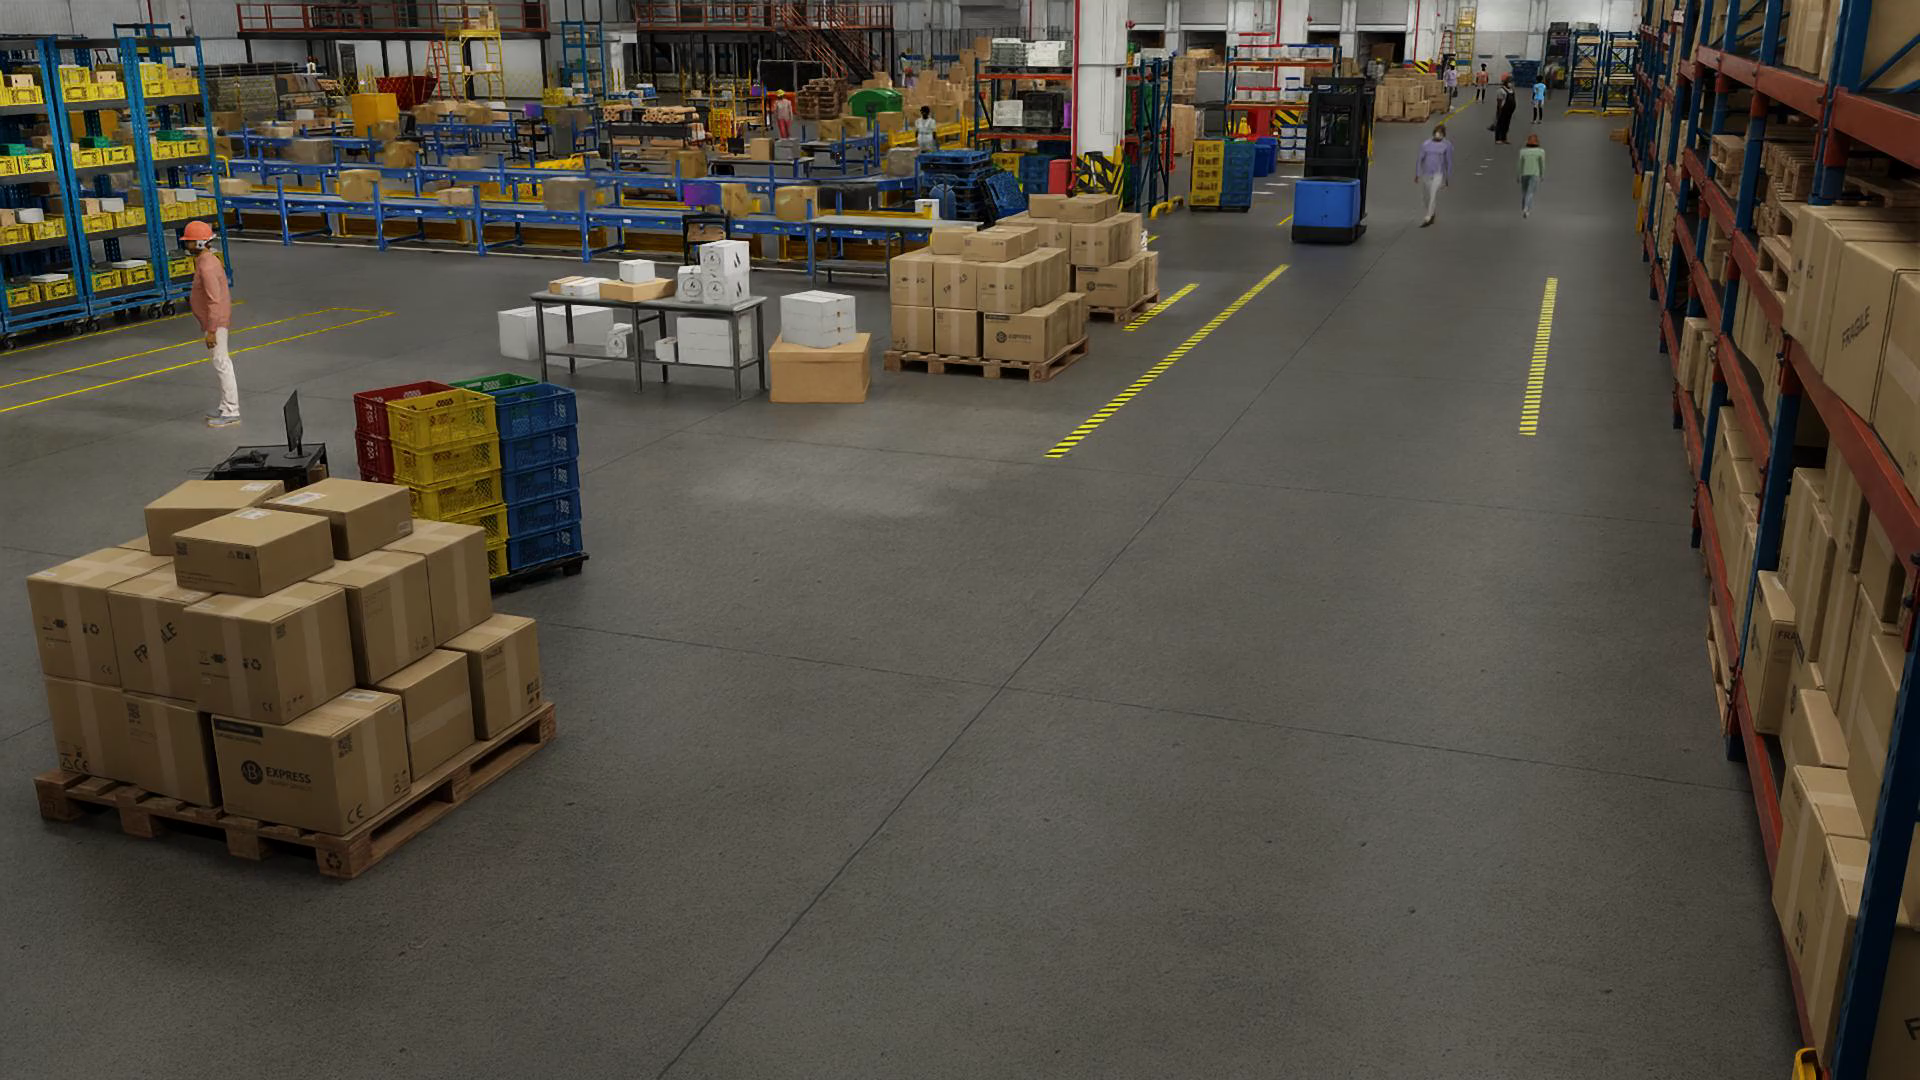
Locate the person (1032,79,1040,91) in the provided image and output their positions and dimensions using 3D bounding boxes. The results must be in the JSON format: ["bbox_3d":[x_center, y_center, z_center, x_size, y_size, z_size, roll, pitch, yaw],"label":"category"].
[{"bbox_3d":[3.016,-17.553,64.964,0.403,1.864,0.541,-1,18,-4],"label":"person"}]

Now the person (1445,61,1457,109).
[{"bbox_3d":[20.373,-18.883,69.032,0.584,1.928,0.374,-7,19,-20],"label":"person"}]

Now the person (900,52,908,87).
[{"bbox_3d":[-2.962,-24.723,87.524,0.429,1.842,0.633,0,18,-1],"label":"person"}]

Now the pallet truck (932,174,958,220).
[{"bbox_3d":[-0.507,-5.292,27.348,0.653,1.274,1.630,6,19,19],"label":"pallet truck"}]

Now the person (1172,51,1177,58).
[{"bbox_3d":[11.092,-24.416,86.415,0.610,1.935,0.436,-6,19,-19],"label":"person"}]

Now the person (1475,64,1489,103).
[{"bbox_3d":[23.064,-20.172,73.458,0.540,1.695,0.317,3,18,10],"label":"person"}]

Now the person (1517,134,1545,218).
[{"bbox_3d":[11.224,-7.175,32.772,0.498,1.605,0.750,10,20,28],"label":"person"}]

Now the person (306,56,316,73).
[{"bbox_3d":[-30.363,-21.681,77.896,0.346,1.882,0.584,5,18,16],"label":"person"}]

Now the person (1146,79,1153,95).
[{"bbox_3d":[6.529,-15.119,57.293,0.317,1.876,0.531,9,20,26],"label":"person"}]

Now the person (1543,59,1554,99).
[{"bbox_3d":[27.073,-21.199,76.556,0.494,1.789,1.011,-1,18,-4],"label":"person"}]

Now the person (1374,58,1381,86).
[{"bbox_3d":[20.327,-22.524,80.794,0.438,1.736,0.484,5,18,16],"label":"person"}]

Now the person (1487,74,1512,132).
[{"bbox_3d":[18.145,-14.654,55.783,0.900,1.900,0.575,-6,19,-20],"label":"person"}]

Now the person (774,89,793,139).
[{"bbox_3d":[-5.186,-12.374,48.916,0.542,1.731,0.484,-1,18,-4],"label":"person"}]

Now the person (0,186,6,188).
[{"bbox_3d":[-17.267,-6.282,29.591,0.586,1.835,0.404,-3,18,-8],"label":"person"}]

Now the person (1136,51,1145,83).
[{"bbox_3d":[10.211,-26.610,93.352,0.562,1.898,0.906,-8,19,-23],"label":"person"}]

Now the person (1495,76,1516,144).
[{"bbox_3d":[16.653,-13.092,50.655,0.684,2.000,0.535,-14,22,-36],"label":"person"}]

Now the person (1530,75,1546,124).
[{"bbox_3d":[20.823,-15.857,59.894,0.537,1.699,0.321,-5,18,-14],"label":"person"}]

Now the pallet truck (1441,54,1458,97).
[{"bbox_3d":[22.765,-21.886,78.355,0.823,1.965,1.885,-4,18,-14],"label":"pallet truck"}]

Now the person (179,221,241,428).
[{"bbox_3d":[-7.277,-2.100,16.190,0.375,1.995,0.610,-8,19,-23],"label":"person"}]

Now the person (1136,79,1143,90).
[{"bbox_3d":[9.446,-24.104,85.505,1.007,1.899,0.633,-1,18,-3],"label":"person"}]

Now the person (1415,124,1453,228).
[{"bbox_3d":[8.924,-6.872,31.353,0.651,1.903,0.833,12,21,33],"label":"person"}]

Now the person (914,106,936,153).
[{"bbox_3d":[-0.861,-9.881,41.147,0.538,1.684,0.388,8,19,24],"label":"person"}]

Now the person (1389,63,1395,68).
[{"bbox_3d":[19.005,-20.183,73.434,0.870,1.717,0.543,3,18,10],"label":"person"}]

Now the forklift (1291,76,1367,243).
[{"bbox_3d":[6.598,-6.755,29.381,1.129,2.768,1.873,6,19,19],"label":"forklift"}]

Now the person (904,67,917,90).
[{"bbox_3d":[-1.765,-15.838,59.362,1.013,1.978,0.759,-10,20,-28],"label":"person"}]
